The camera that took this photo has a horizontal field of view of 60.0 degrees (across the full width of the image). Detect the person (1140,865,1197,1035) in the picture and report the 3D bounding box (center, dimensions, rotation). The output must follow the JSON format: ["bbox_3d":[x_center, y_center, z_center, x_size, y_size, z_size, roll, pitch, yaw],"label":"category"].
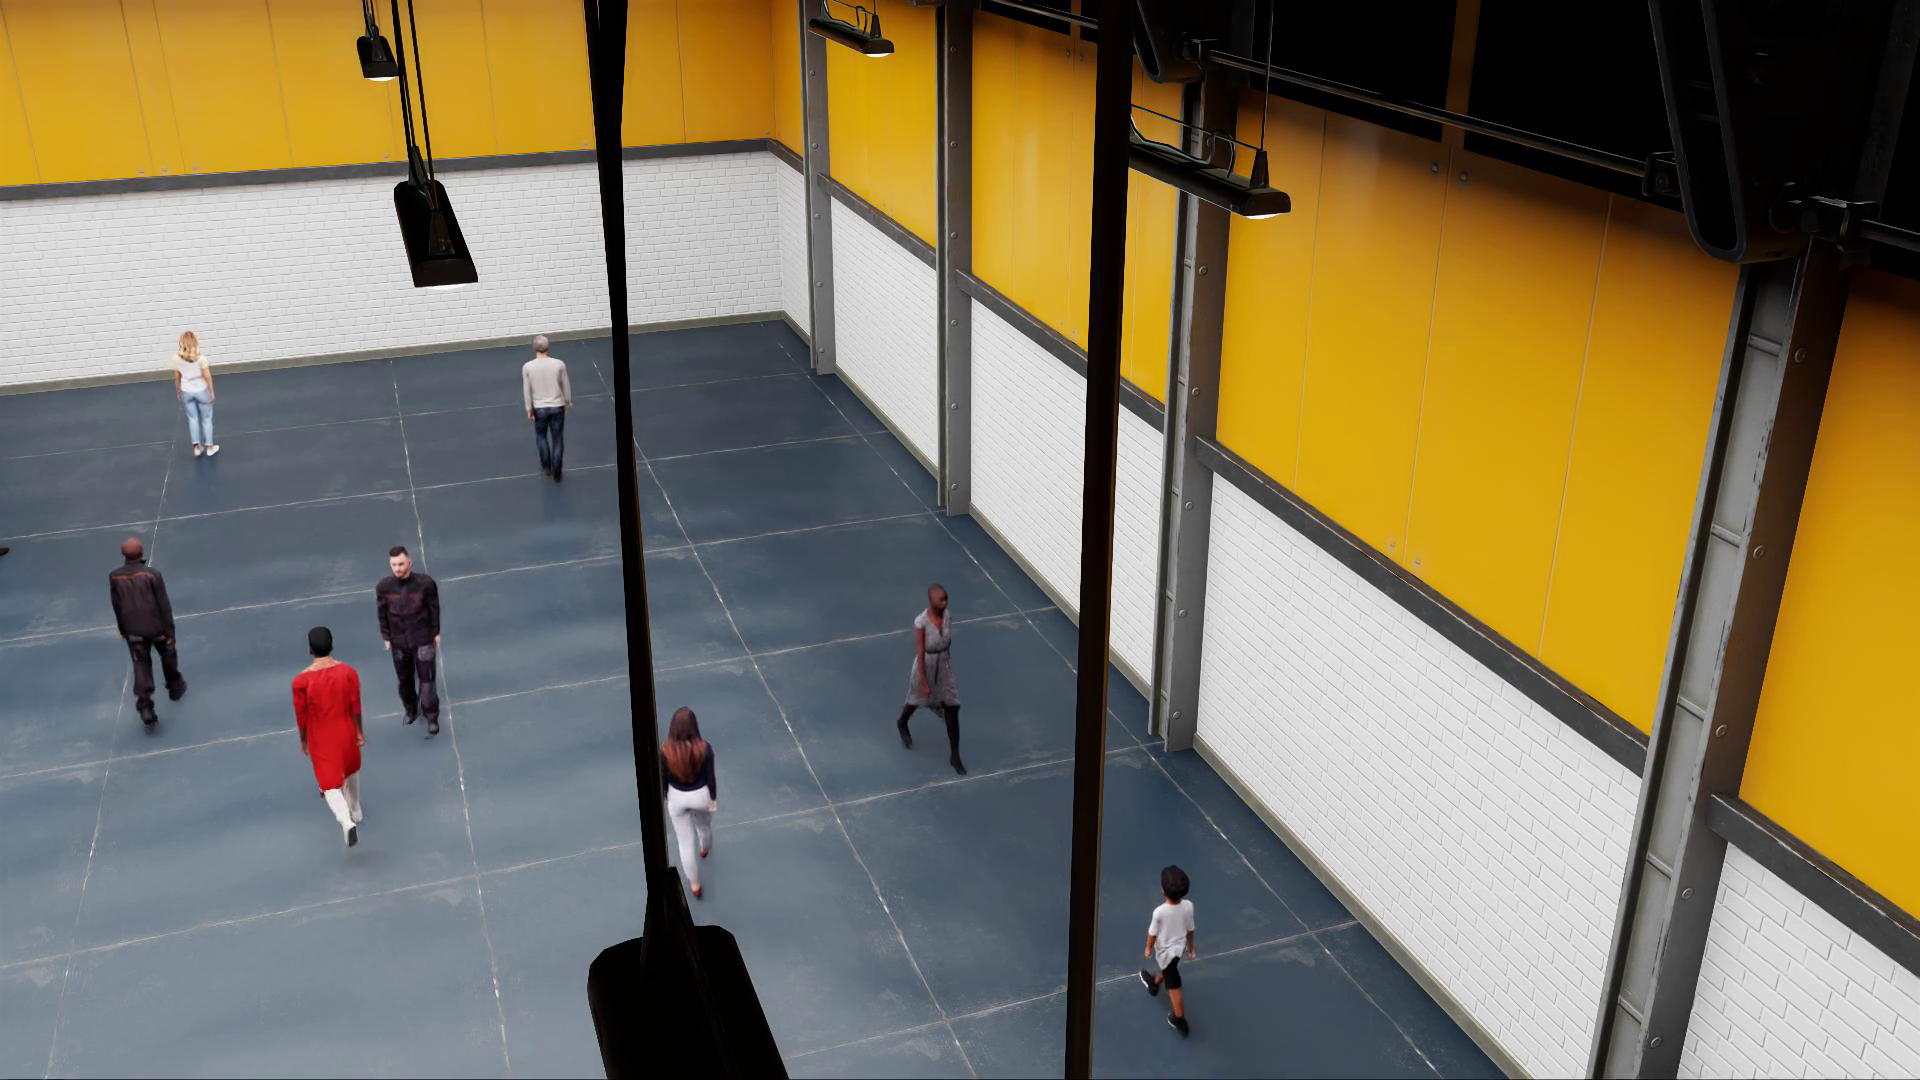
[{"bbox_3d":[1.510,2.892,11.685,0.552,1.226,0.899,-11,26,-23],"label":"person"}]

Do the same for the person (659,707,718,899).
[{"bbox_3d":[-2.126,2.089,13.089,0.746,1.573,1.029,-3,24,-7],"label":"person"}]

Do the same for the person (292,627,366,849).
[{"bbox_3d":[-5.156,1.649,13.747,0.875,1.851,1.168,-15,28,-30],"label":"person"}]

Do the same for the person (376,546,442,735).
[{"bbox_3d":[-5.114,0.870,15.505,0.779,1.872,0.802,-4,24,-8],"label":"person"}]

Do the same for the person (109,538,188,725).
[{"bbox_3d":[-7.665,0.856,15.605,0.853,1.817,1.230,-4,24,-8],"label":"person"}]

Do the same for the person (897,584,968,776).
[{"bbox_3d":[-0.322,1.204,14.899,0.866,1.744,1.235,-18,30,-36],"label":"person"}]

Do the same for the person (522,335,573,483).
[{"bbox_3d":[-5.250,-1.645,21.240,0.819,1.886,0.930,-4,24,-8],"label":"person"}]

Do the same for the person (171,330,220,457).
[{"bbox_3d":[-10.186,-1.930,22.102,0.684,1.718,0.633,-3,24,-7],"label":"person"}]
